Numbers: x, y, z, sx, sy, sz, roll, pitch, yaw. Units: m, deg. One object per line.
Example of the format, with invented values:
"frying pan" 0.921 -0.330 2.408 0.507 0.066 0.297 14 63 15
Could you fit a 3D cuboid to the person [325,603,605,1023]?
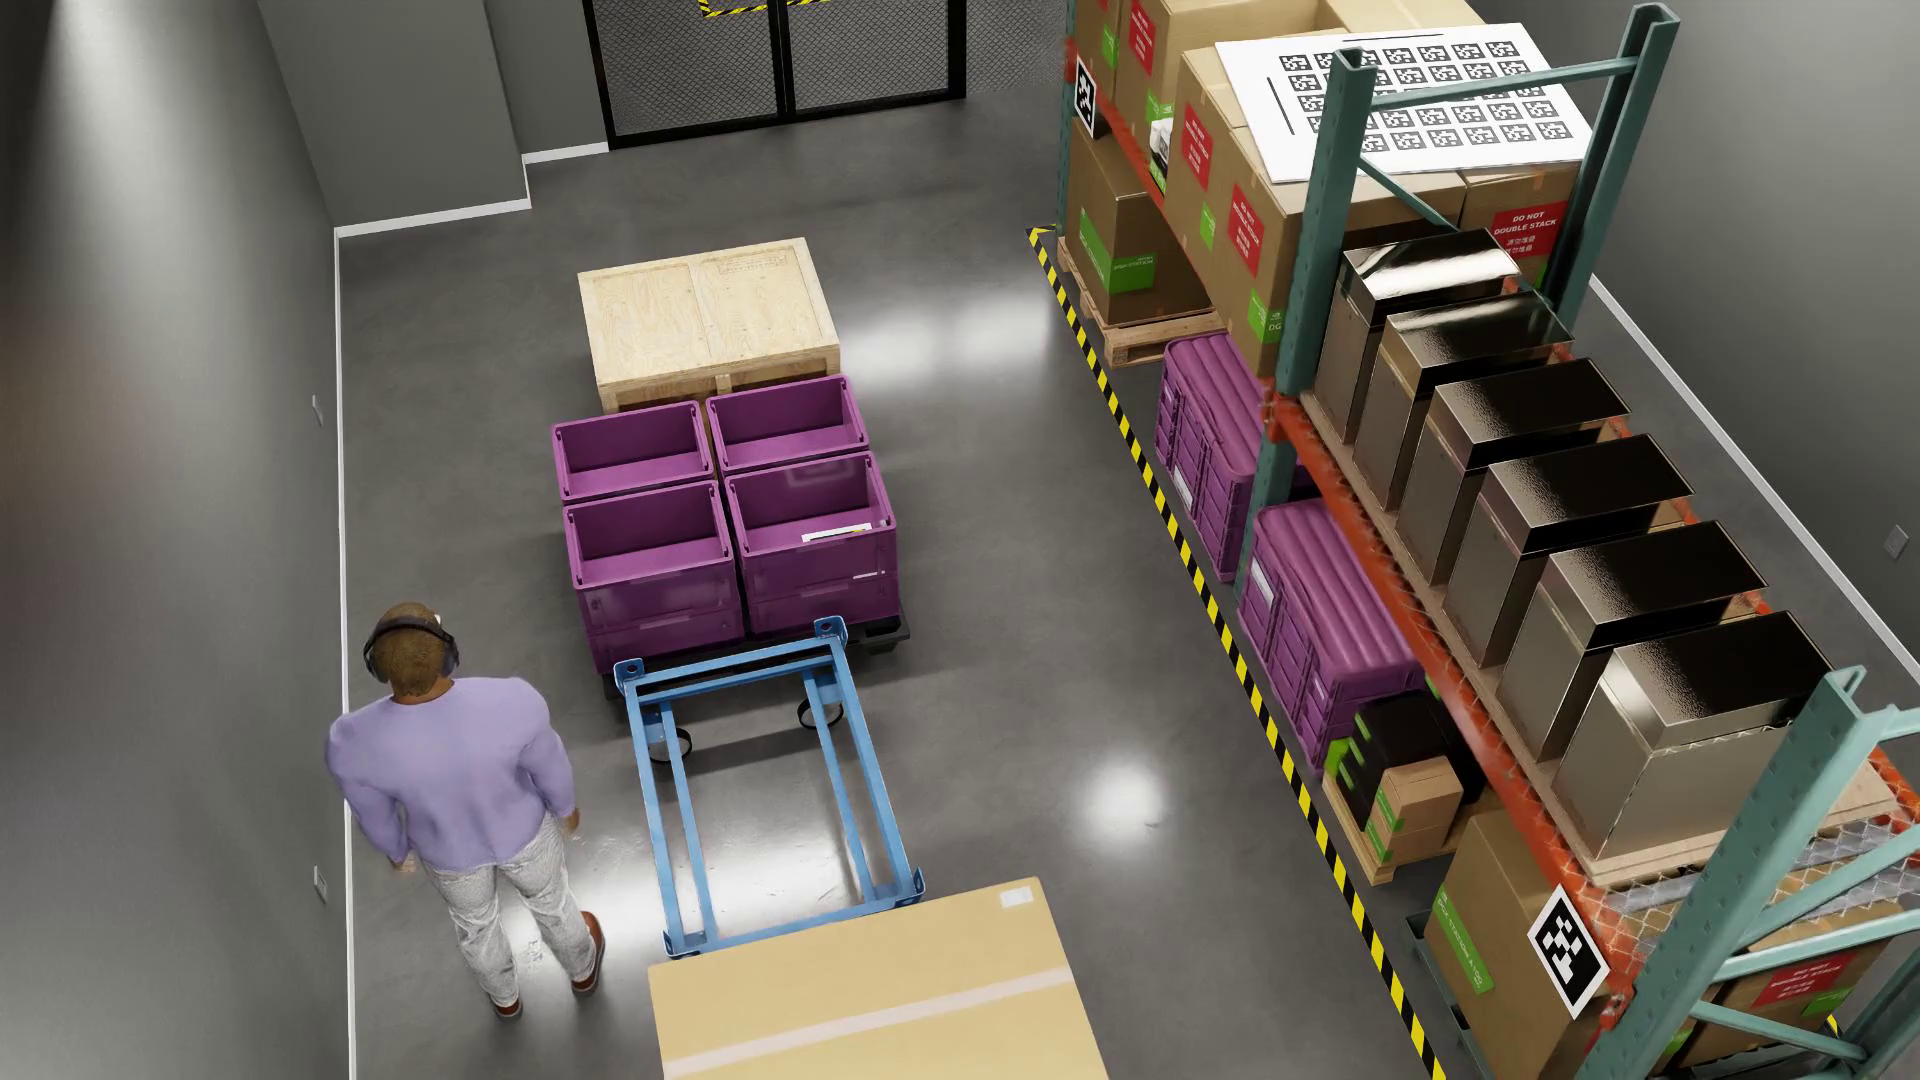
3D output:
"person" -1.470 0.874 5.083 0.627 1.941 0.372 -12 49 -11
